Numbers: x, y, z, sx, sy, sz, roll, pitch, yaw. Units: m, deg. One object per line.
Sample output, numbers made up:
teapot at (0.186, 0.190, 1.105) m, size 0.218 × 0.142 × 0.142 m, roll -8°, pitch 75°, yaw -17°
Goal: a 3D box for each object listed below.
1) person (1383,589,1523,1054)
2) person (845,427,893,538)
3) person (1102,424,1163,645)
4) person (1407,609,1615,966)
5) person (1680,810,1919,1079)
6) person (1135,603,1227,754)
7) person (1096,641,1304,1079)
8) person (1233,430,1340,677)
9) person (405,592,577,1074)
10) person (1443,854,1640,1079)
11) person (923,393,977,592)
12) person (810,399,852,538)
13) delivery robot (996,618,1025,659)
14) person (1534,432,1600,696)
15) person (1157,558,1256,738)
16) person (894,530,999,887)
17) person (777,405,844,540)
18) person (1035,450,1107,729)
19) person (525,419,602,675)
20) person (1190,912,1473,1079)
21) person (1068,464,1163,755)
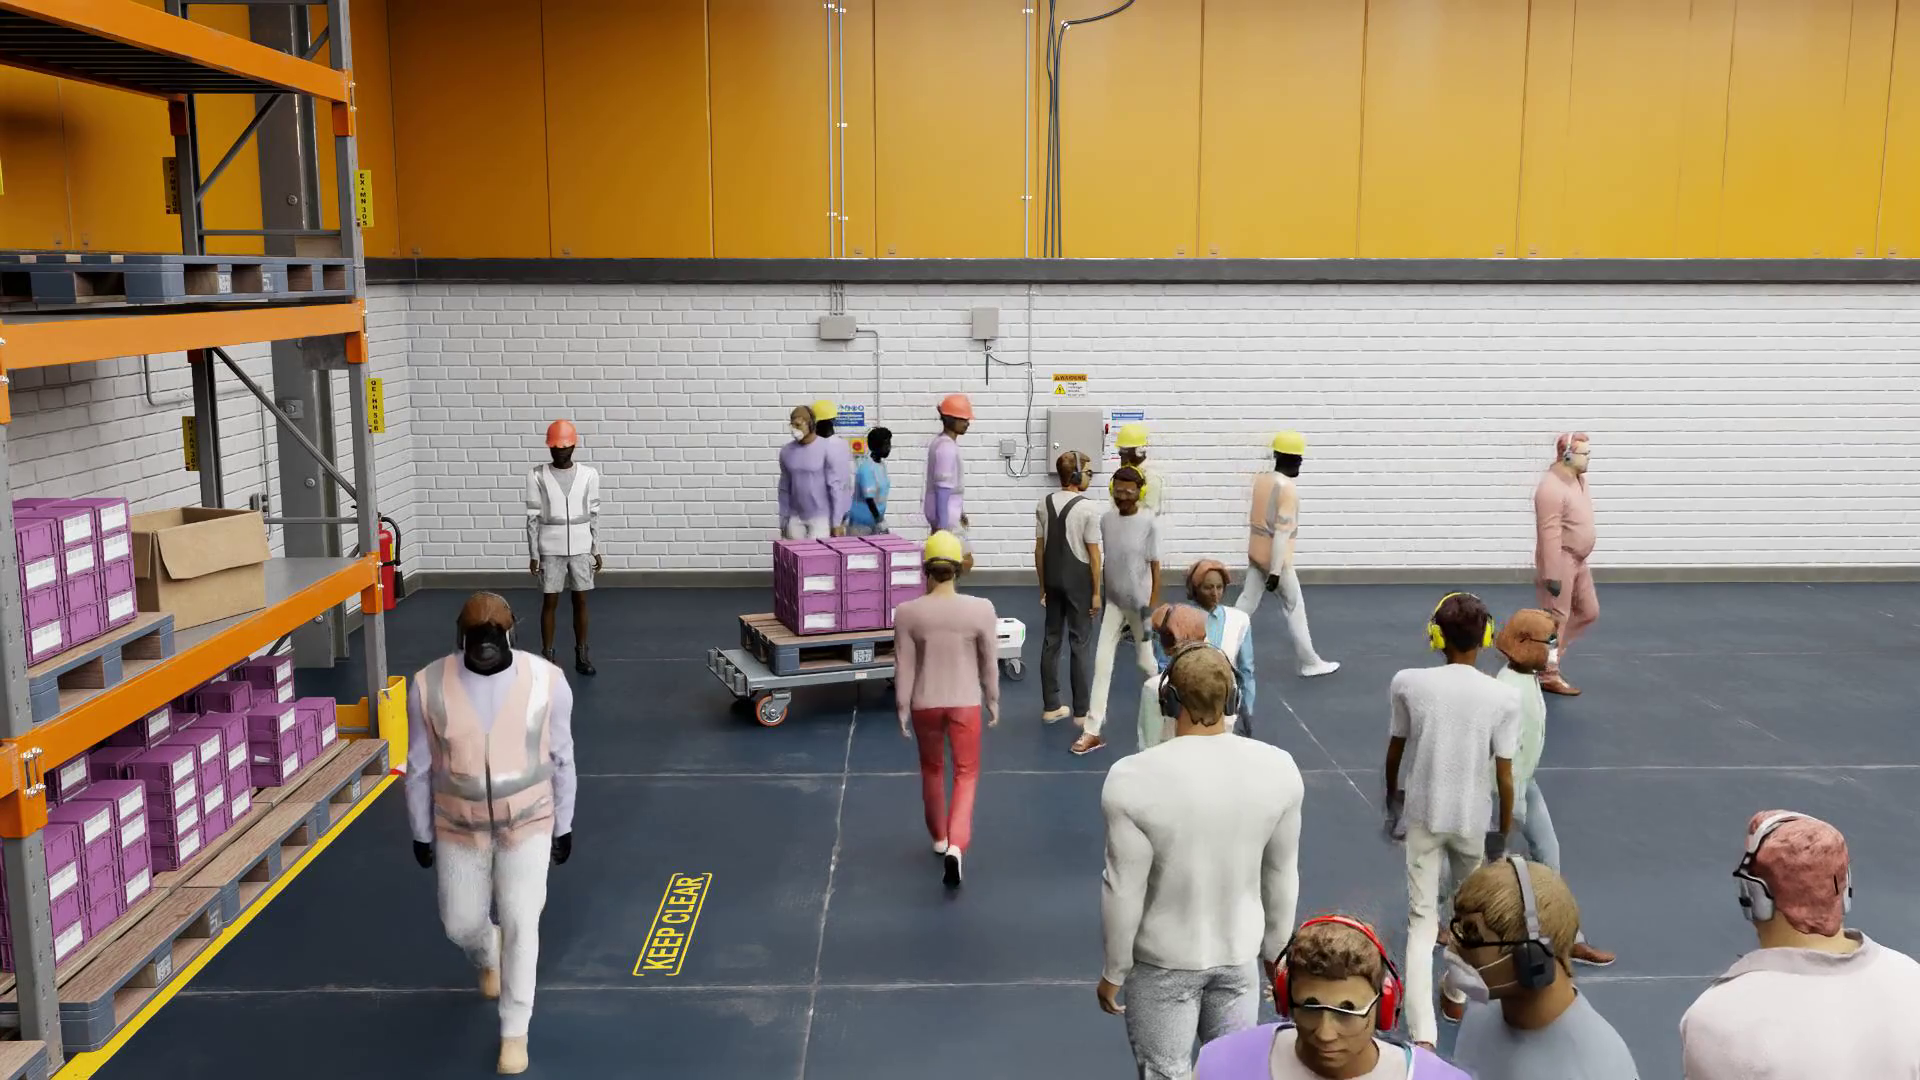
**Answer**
person at (1.873, 1.107, 6.378) m, size 0.501 × 1.817 × 0.964 m, roll 2°, pitch 9°, yaw 12°
person at (-0.752, -0.176, 14.691) m, size 0.915 × 1.635 × 0.526 m, roll 4°, pitch 10°, yaw 23°
person at (1.368, -0.029, 13.315) m, size 0.561 × 1.805 × 0.610 m, roll -3°, pitch 10°, yaw -17°
person at (2.406, 1.068, 7.287) m, size 0.870 × 1.581 × 0.508 m, roll 5°, pitch 11°, yaw 30°
person at (1.751, 1.511, 3.594) m, size 0.636 × 1.902 × 0.406 m, roll -4°, pitch 10°, yaw -21°
person at (0.926, 1.068, 7.119) m, size 0.545 × 1.621 × 0.367 m, roll -8°, pitch 12°, yaw -42°
person at (0.712, 1.259, 5.020) m, size 0.638 × 1.937 × 0.357 m, roll -3°, pitch 10°, yaw -15°
person at (2.294, 0.121, 12.247) m, size 1.041 × 1.872 × 0.600 m, roll -3°, pitch 10°, yaw -19°
person at (-1.804, 1.082, 6.449) m, size 0.640 × 1.824 × 0.670 m, roll -2°, pitch 9°, yaw -12°
person at (1.128, 1.554, 3.295) m, size 0.397 × 1.927 × 0.643 m, roll 0°, pitch 9°, yaw -2°
person at (-0.072, -0.207, 13.773) m, size 0.458 × 2.018 × 0.601 m, roll -1°, pitch 9°, yaw -9°
person at (-1.134, -0.272, 14.484) m, size 0.426 × 1.911 × 0.619 m, roll 2°, pitch 10°, yaw 15°
delivery robot at (0.117, 0.717, 12.285) m, size 0.707 × 0.478 × 0.477 m, roll -3°, pitch 10°, yaw -16°
person at (4.310, 0.172, 11.812) m, size 0.431 × 1.891 × 0.683 m, roll 7°, pitch 12°, yaw 37°
person at (1.213, 0.869, 8.414) m, size 0.525 × 1.611 × 0.784 m, roll -3°, pitch 10°, yaw -18°
person at (-0.073, 0.820, 8.307) m, size 0.524 × 1.737 × 0.822 m, roll 1°, pitch 9°, yaw 4°
person at (-1.251, -0.159, 13.756) m, size 0.651 × 1.921 × 0.441 m, roll 6°, pitch 11°, yaw 33°
person at (0.727, 0.326, 11.032) m, size 0.503 × 1.843 × 0.349 m, roll 8°, pitch 12°, yaw 39°
person at (-2.924, 0.066, 12.343) m, size 0.549 × 1.933 × 0.373 m, roll -4°, pitch 10°, yaw -23°
person at (0.721, 1.596, 3.314) m, size 0.583 × 1.824 × 0.449 m, roll 4°, pitch 10°, yaw 24°
person at (1.085, 0.412, 10.611) m, size 0.518 × 1.819 × 0.994 m, roll 8°, pitch 12°, yaw 40°
